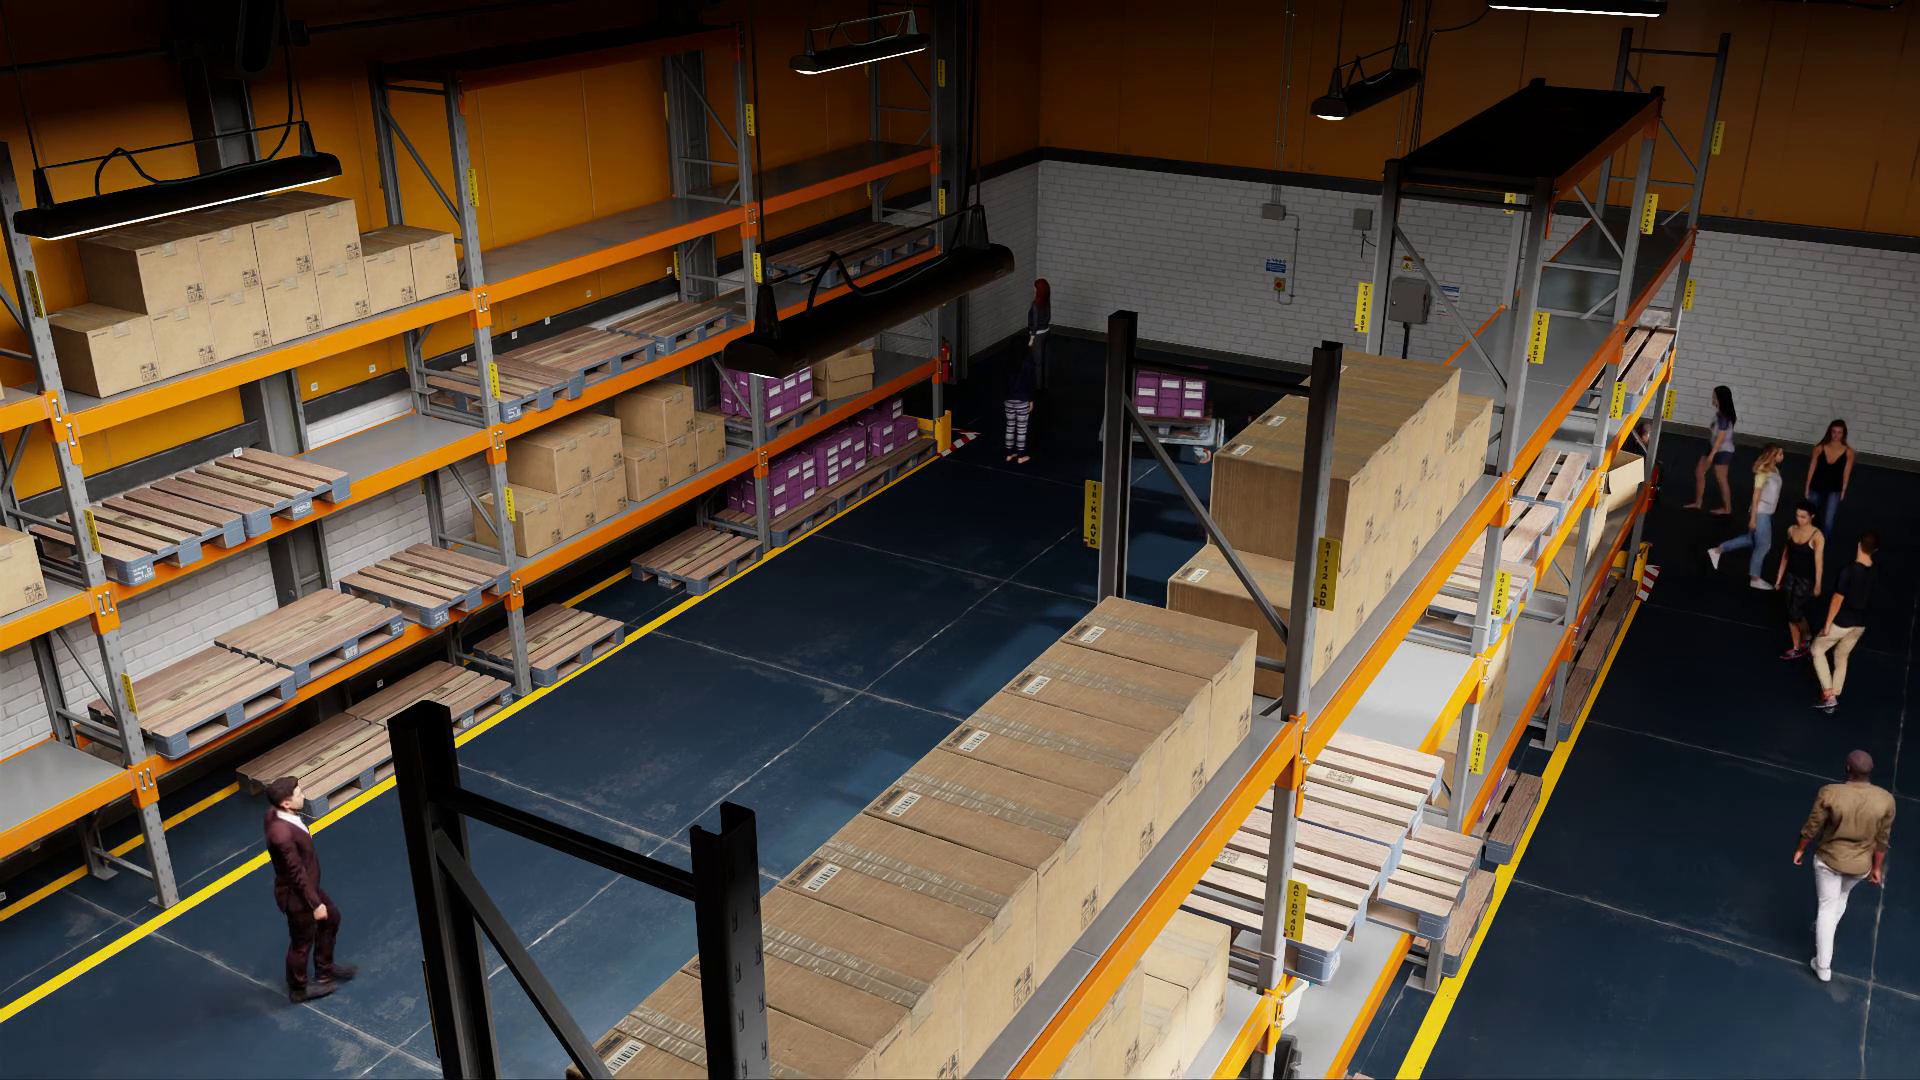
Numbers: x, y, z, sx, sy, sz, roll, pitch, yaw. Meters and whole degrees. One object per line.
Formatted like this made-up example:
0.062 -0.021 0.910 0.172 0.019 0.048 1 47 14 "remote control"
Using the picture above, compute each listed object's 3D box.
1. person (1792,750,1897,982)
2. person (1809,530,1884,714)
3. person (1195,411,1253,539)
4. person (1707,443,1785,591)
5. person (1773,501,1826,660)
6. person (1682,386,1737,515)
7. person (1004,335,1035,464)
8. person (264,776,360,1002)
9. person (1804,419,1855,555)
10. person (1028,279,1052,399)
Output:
6.468 2.405 12.140 0.921 1.806 1.042 4 24 9 "person"
8.443 0.832 15.721 0.810 1.821 0.868 -8 25 -18 "person"
3.174 -0.745 19.596 1.039 1.606 1.147 0 24 0 "person"
8.770 -0.286 18.424 0.779 1.705 0.972 18 29 35 "person"
8.583 0.400 16.854 0.826 1.705 0.769 -11 26 -24 "person"
9.322 -1.073 20.272 0.821 1.665 0.826 8 25 18 "person"
0.757 -1.873 22.020 0.592 1.732 0.507 14 27 29 "person"
-4.793 2.519 11.829 0.923 1.846 0.872 -11 26 -23 "person"
9.974 -0.594 19.171 0.605 1.671 1.054 14 27 30 "person"
1.180 -2.990 24.517 0.652 1.779 0.451 15 28 31 "person"
